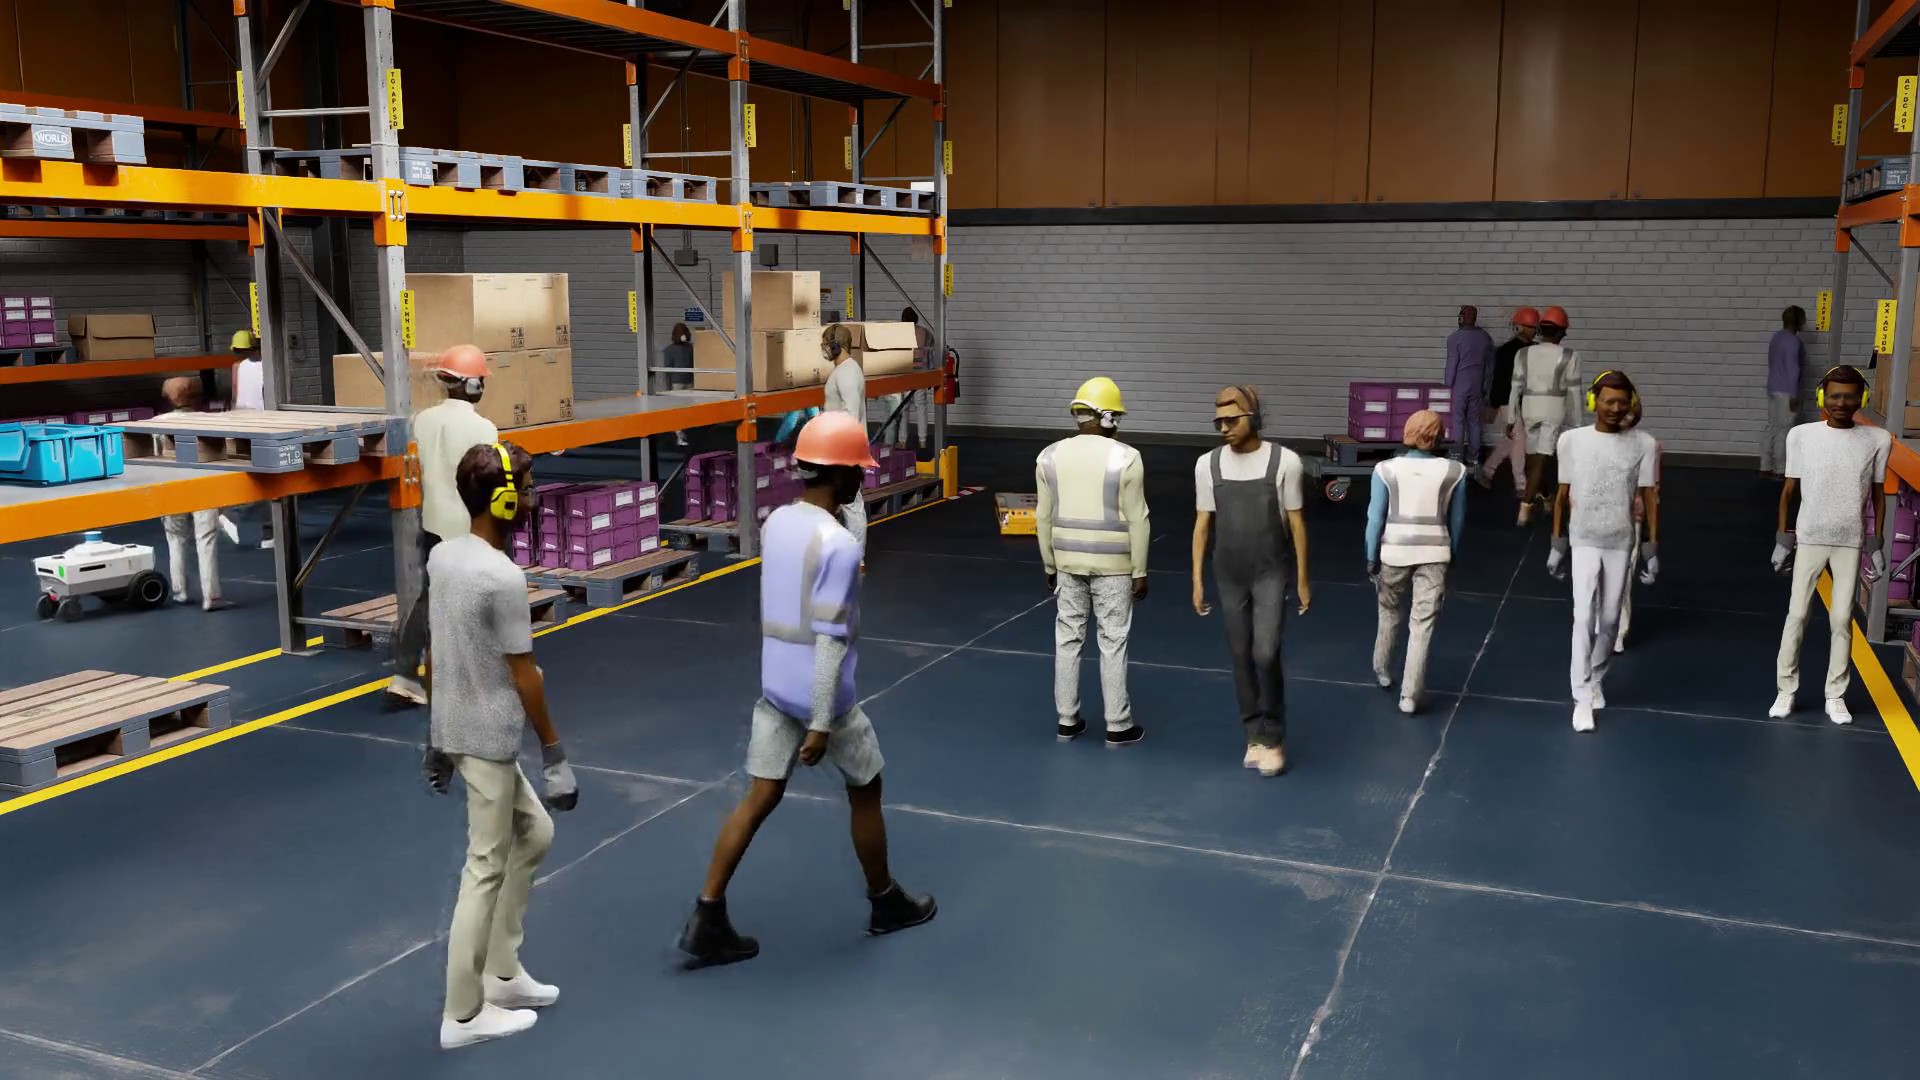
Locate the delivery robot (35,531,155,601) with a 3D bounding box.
[{"bbox_3d":[-5.885,0.185,11.329,0.477,0.478,0.707,6,11,32],"label":"delivery robot"}]

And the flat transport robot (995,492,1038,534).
[{"bbox_3d":[0.668,-0.253,15.128,0.652,0.197,1.431,0,9,-1],"label":"flat transport robot"}]

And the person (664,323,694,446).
[{"bbox_3d":[-3.671,-2.055,21.956,0.523,1.617,0.393,-9,13,-44],"label":"person"}]

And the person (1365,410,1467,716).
[{"bbox_3d":[2.451,0.096,8.979,0.515,1.599,0.828,3,10,15],"label":"person"}]

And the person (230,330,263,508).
[{"bbox_3d":[-6.903,-1.187,16.311,0.540,1.743,0.484,7,12,37],"label":"person"}]

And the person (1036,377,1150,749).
[{"bbox_3d":[0.671,0.114,8.207,0.586,1.824,0.403,5,11,29],"label":"person"}]

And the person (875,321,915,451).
[{"bbox_3d":[-0.793,-1.764,19.904,0.493,1.711,0.572,-9,13,-42],"label":"person"}]

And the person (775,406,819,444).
[{"bbox_3d":[-1.866,-1.706,19.396,0.973,1.786,0.592,8,12,41],"label":"person"}]

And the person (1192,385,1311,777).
[{"bbox_3d":[1.337,0.193,7.728,0.547,1.821,0.555,4,10,24],"label":"person"}]

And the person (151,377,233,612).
[{"bbox_3d":[-5.325,-0.315,11.492,0.542,1.601,0.592,-3,10,-19],"label":"person"}]

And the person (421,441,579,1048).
[{"bbox_3d":[-1.368,0.622,5.053,0.584,1.843,0.526,-7,12,-36],"label":"person"}]

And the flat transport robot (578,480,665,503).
[{"bbox_3d":[-3.647,-0.413,16.094,1.431,0.197,0.652,-9,13,-42],"label":"flat transport robot"}]

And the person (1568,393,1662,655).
[{"bbox_3d":[4.098,-0.136,10.425,0.513,1.596,0.865,5,11,27],"label":"person"}]

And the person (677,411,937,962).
[{"bbox_3d":[-0.542,0.504,5.681,0.981,1.894,0.550,-8,12,-39],"label":"person"}]

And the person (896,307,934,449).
[{"bbox_3d":[-0.648,-2.098,21.557,0.636,1.842,0.429,-4,10,-22],"label":"person"}]

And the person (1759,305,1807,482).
[{"bbox_3d":[9.090,-1.613,18.329,0.354,1.937,0.634,1,9,6],"label":"person"}]

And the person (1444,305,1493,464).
[{"bbox_3d":[5.945,-1.812,19.628,0.651,1.907,0.409,-5,10,-27],"label":"person"}]

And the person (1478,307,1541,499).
[{"bbox_3d":[5.676,-1.420,17.144,0.629,1.962,0.849,-6,11,-33],"label":"person"}]

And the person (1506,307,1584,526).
[{"bbox_3d":[5.426,-1.143,15.339,0.654,1.975,1.087,8,12,41],"label":"person"}]

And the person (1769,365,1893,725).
[{"bbox_3d":[4.511,0.025,8.621,0.535,1.864,0.309,4,10,22],"label":"person"}]

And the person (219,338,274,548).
[{"bbox_3d":[-5.829,-0.843,13.788,0.630,1.892,0.551,8,12,40],"label":"person"}]

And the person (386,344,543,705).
[{"bbox_3d":[-2.751,-0.082,9.030,0.616,1.962,0.988,5,10,26],"label":"person"}]

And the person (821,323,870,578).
[{"bbox_3d":[-0.874,-0.670,12.624,0.376,1.934,0.629,-1,9,-5],"label":"person"}]

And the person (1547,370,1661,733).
[{"bbox_3d":[3.364,0.032,8.681,0.544,1.841,0.801,2,10,13],"label":"person"}]
